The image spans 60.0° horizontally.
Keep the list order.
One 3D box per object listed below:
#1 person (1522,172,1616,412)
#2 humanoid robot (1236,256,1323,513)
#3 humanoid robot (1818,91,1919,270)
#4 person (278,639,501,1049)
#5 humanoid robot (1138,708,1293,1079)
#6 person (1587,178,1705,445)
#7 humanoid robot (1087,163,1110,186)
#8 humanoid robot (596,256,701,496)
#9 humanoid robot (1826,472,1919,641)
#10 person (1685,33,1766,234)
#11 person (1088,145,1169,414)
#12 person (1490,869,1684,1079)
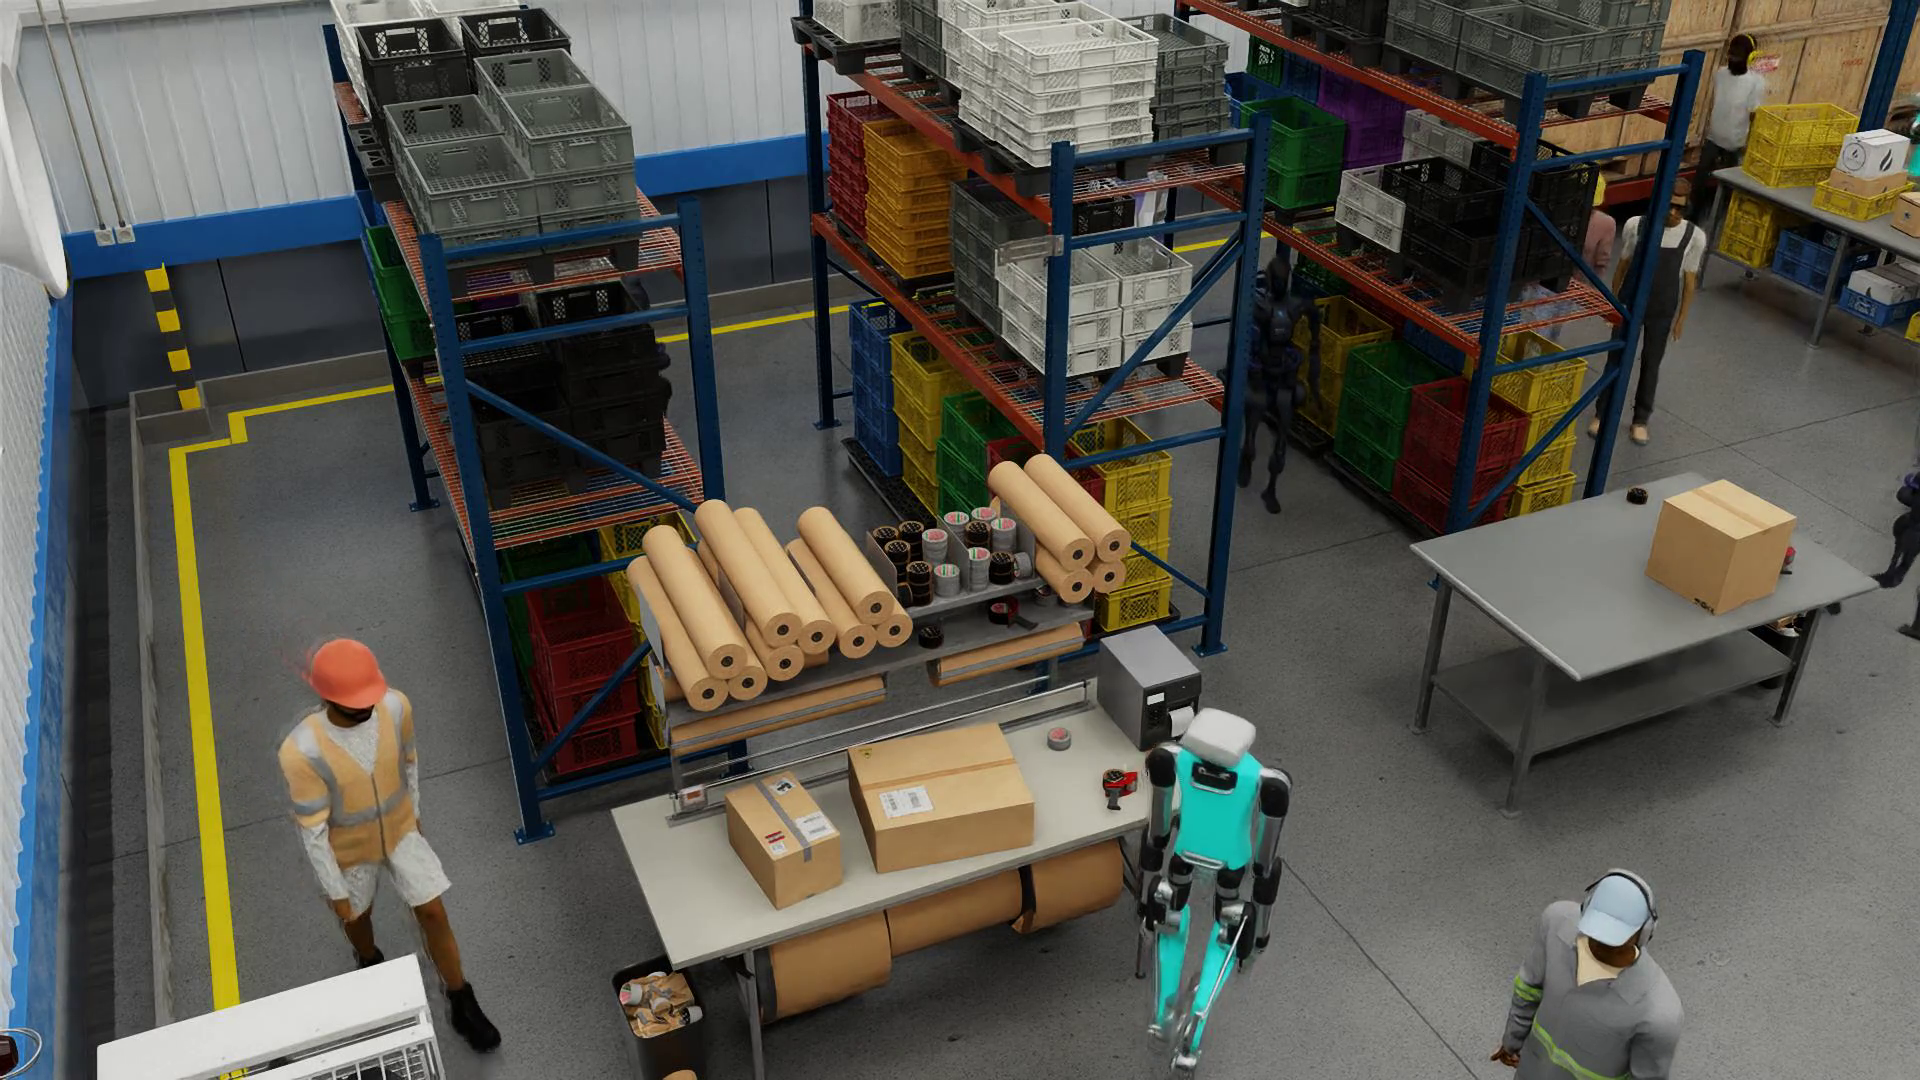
[{"bbox_3d":[4.124,-1.730,11.401,0.529,1.707,0.902,3,32,5],"label":"person"},{"bbox_3d":[1.927,-0.972,10.206,0.608,1.649,0.417,-1,32,-1],"label":"humanoid robot"},{"bbox_3d":[7.019,-2.699,12.975,0.549,1.776,0.929,-23,38,-32],"label":"humanoid robot"},{"bbox_3d":[-2.222,1.214,6.444,0.553,1.899,0.900,-27,41,-37],"label":"person"},{"bbox_3d":[0.856,1.477,6.165,0.540,1.724,1.020,14,34,21],"label":"humanoid robot"},{"bbox_3d":[4.506,-1.502,10.921,0.505,1.837,0.351,15,35,23],"label":"person"},{"bbox_3d":[0.964,-2.197,12.215,0.672,1.634,0.620,-10,33,-16],"label":"humanoid robot"},{"bbox_3d":[-1.935,-1.061,10.352,0.478,1.635,0.609,-18,36,-27],"label":"humanoid robot"},{"bbox_3d":[5.206,-0.210,8.994,0.612,1.636,0.683,-23,38,-32],"label":"humanoid robot"},{"bbox_3d":[6.451,-3.329,13.890,0.805,1.837,0.525,-17,36,-26],"label":"person"},{"bbox_3d":[1.129,-1.823,11.242,0.613,2.041,0.372,-13,34,-20],"label":"person"},{"bbox_3d":[2.009,1.809,5.521,0.369,1.852,0.596,-14,34,-22],"label":"person"}]
